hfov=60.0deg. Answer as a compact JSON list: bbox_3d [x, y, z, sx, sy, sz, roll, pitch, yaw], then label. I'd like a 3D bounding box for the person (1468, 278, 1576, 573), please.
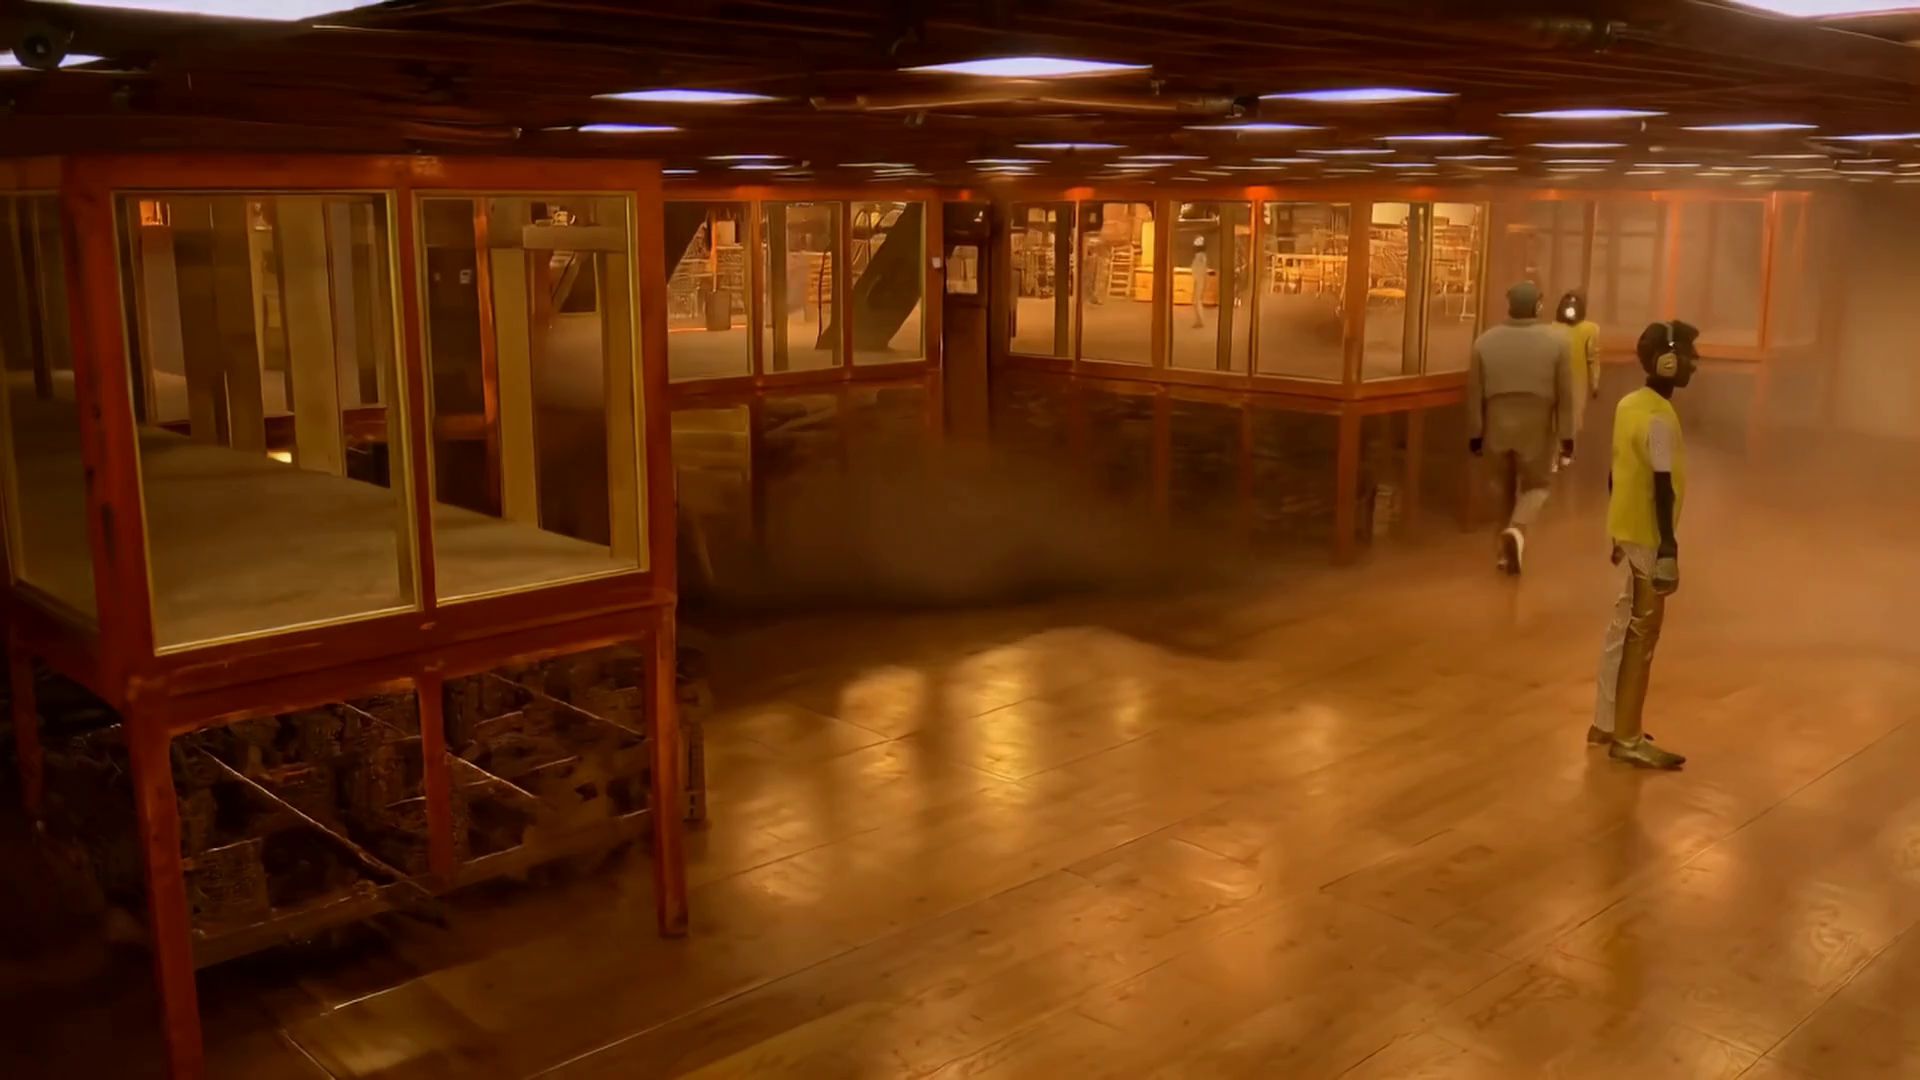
[{"bbox_3d":[3.543,-0.709,10.560,0.656,1.888,0.672,7,13,33],"label":"person"}]

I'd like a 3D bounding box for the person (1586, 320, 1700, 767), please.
[{"bbox_3d":[2.895,0.013,7.002,0.312,1.869,0.535,0,11,0],"label":"person"}]

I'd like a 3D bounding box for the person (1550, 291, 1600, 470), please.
[{"bbox_3d":[5.425,-1.415,14.835,0.505,1.617,0.726,4,12,20],"label":"person"}]
